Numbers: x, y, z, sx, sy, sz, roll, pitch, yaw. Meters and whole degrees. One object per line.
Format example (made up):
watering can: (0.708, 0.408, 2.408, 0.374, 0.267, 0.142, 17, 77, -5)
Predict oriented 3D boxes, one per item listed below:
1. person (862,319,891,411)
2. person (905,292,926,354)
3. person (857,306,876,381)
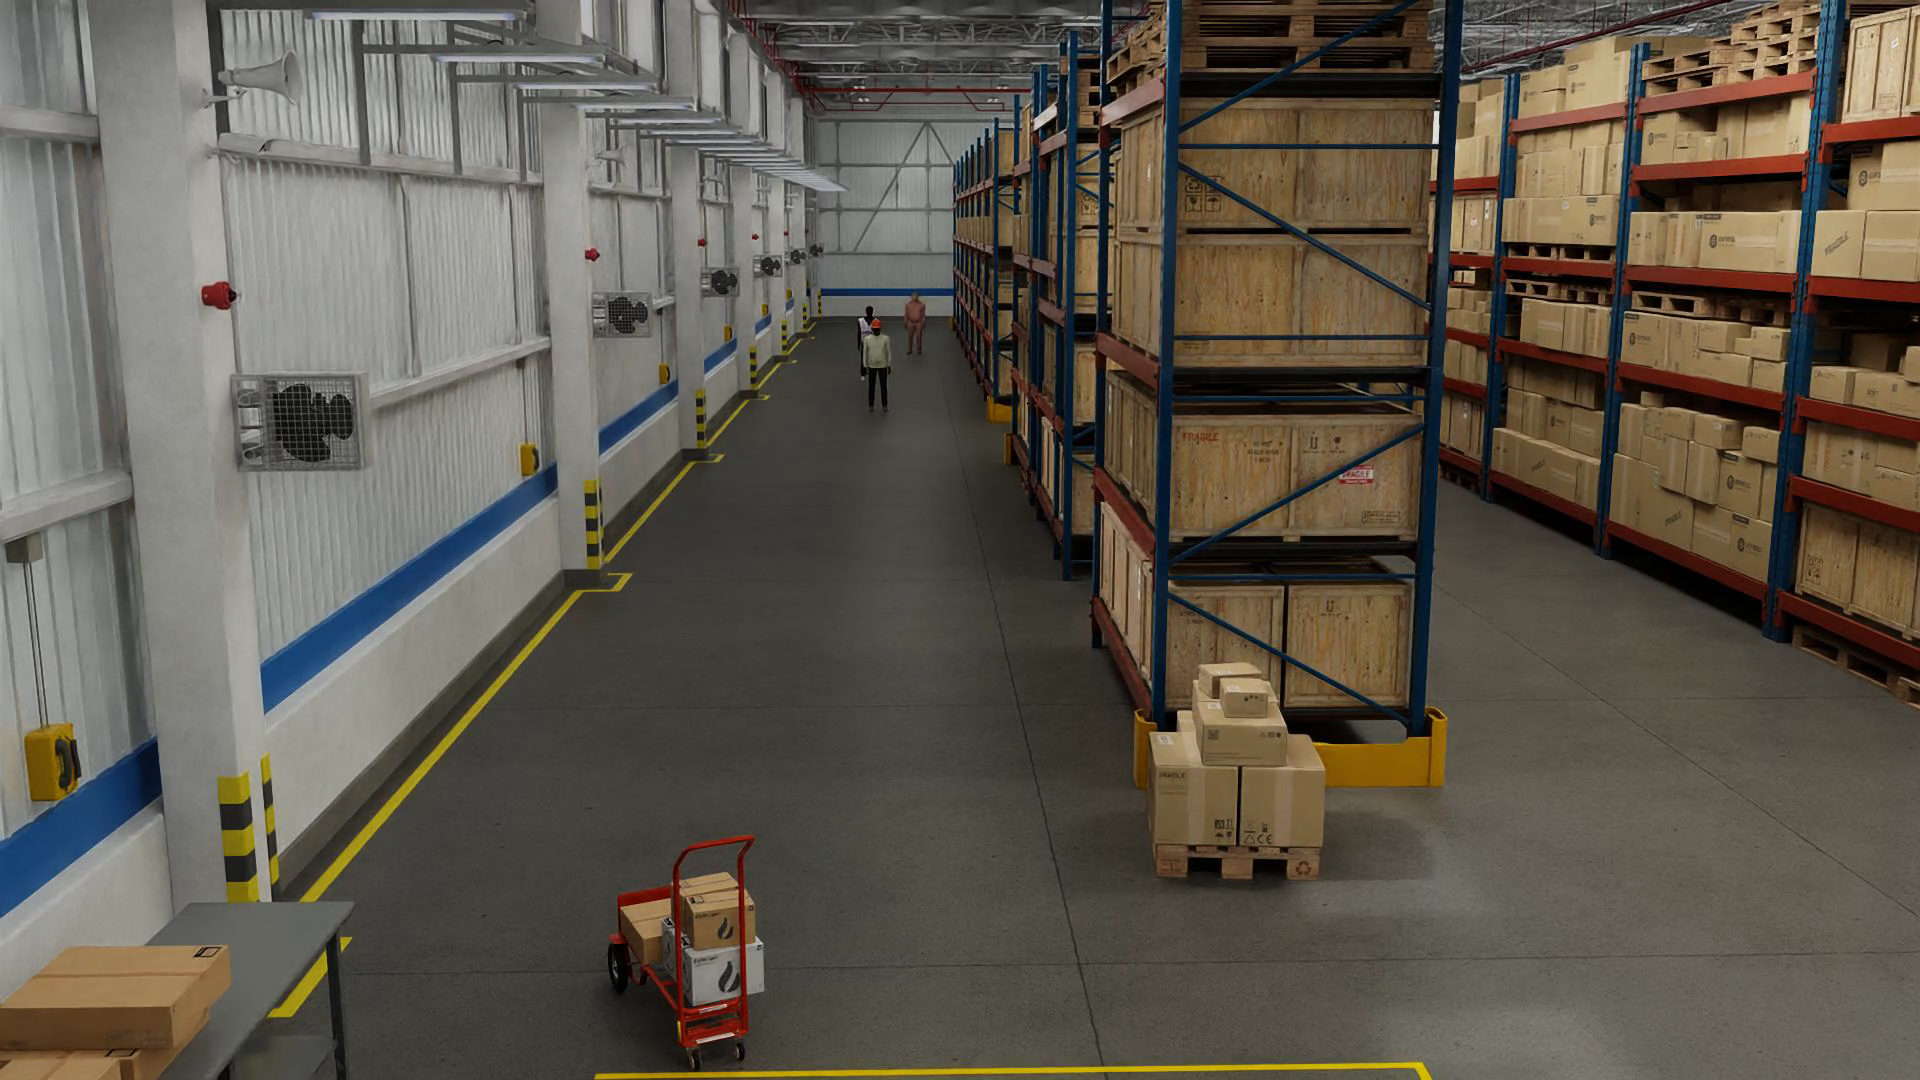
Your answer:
person: (-1.781, -3.737, 35.633, 0.621, 1.986, 0.411, -1, 11, -3)
person: (-1.379, -6.645, 50.970, 0.646, 1.904, 0.401, 1, 11, 3)
person: (-2.333, -5.037, 42.605, 0.598, 1.907, 0.405, -2, 11, -9)
